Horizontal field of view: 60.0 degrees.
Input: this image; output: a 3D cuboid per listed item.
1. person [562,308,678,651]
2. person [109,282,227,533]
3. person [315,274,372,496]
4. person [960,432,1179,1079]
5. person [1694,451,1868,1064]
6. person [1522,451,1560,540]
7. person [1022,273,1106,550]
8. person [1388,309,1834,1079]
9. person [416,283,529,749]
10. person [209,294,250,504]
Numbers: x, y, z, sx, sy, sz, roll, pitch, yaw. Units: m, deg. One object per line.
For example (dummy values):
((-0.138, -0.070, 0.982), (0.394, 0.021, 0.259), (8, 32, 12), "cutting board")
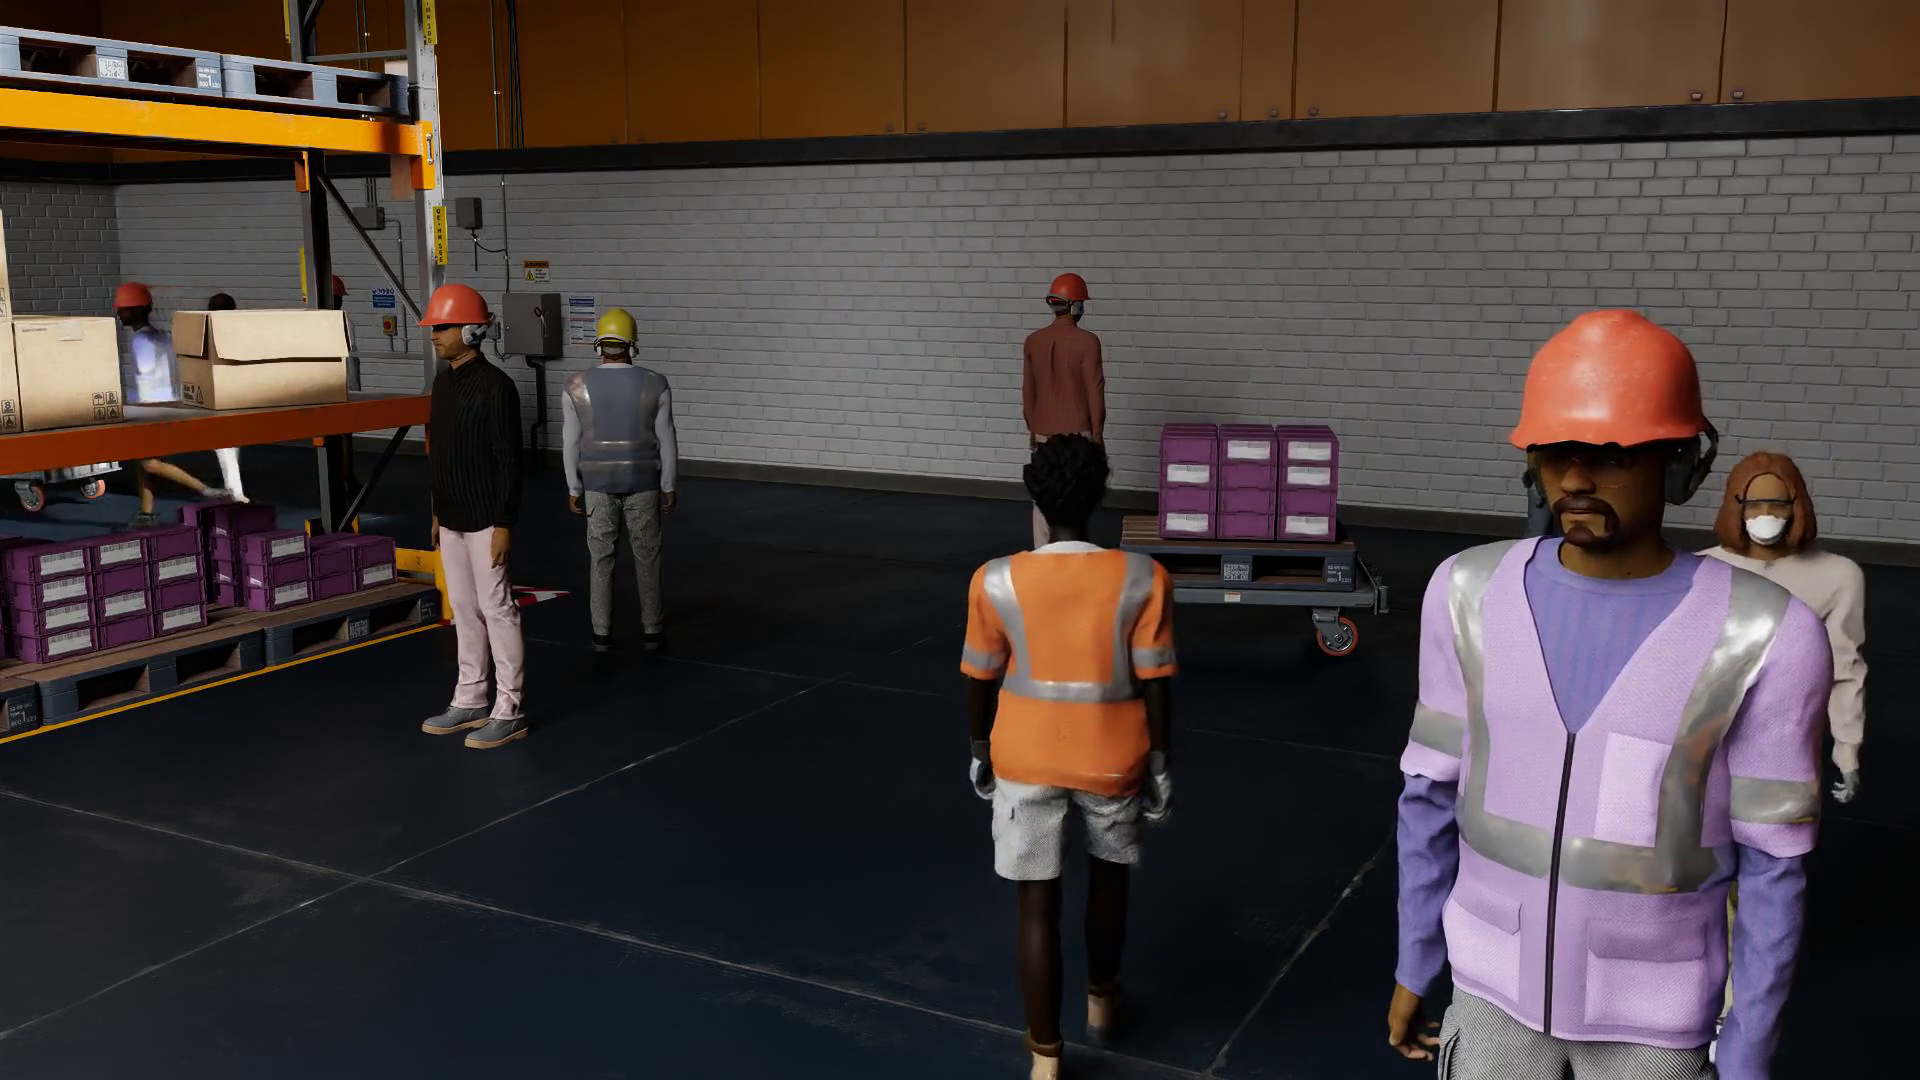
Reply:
((-1.805, -0.314, 8.893), (0.600, 1.832, 0.404), (-1, 10, -7), "person")
((-6.038, -0.983, 12.560), (0.742, 1.915, 0.543), (-4, 10, -19), "person")
((-5.475, -1.349, 14.581), (0.551, 1.936, 0.356), (3, 10, 17), "person")
((0.280, 0.553, 4.315), (0.549, 1.666, 0.717), (1, 10, 4), "person")
((2.180, 0.545, 4.575), (0.505, 1.613, 0.717), (3, 10, 19), "person")
((3.422, -0.335, 9.595), (0.276, 1.631, 0.507), (9, 13, 41), "person")
((0.689, -0.719, 10.768), (0.608, 1.996, 0.381), (8, 13, 38), "person")
((0.940, 0.680, 2.533), (0.607, 2.044, 0.375), (7, 12, 37), "person")
((-2.118, -0.104, 7.207), (0.617, 1.994, 0.381), (9, 13, 42), "person")
((-6.199, -1.191, 14.127), (0.643, 1.792, 0.984), (-9, 13, -42), "person")
